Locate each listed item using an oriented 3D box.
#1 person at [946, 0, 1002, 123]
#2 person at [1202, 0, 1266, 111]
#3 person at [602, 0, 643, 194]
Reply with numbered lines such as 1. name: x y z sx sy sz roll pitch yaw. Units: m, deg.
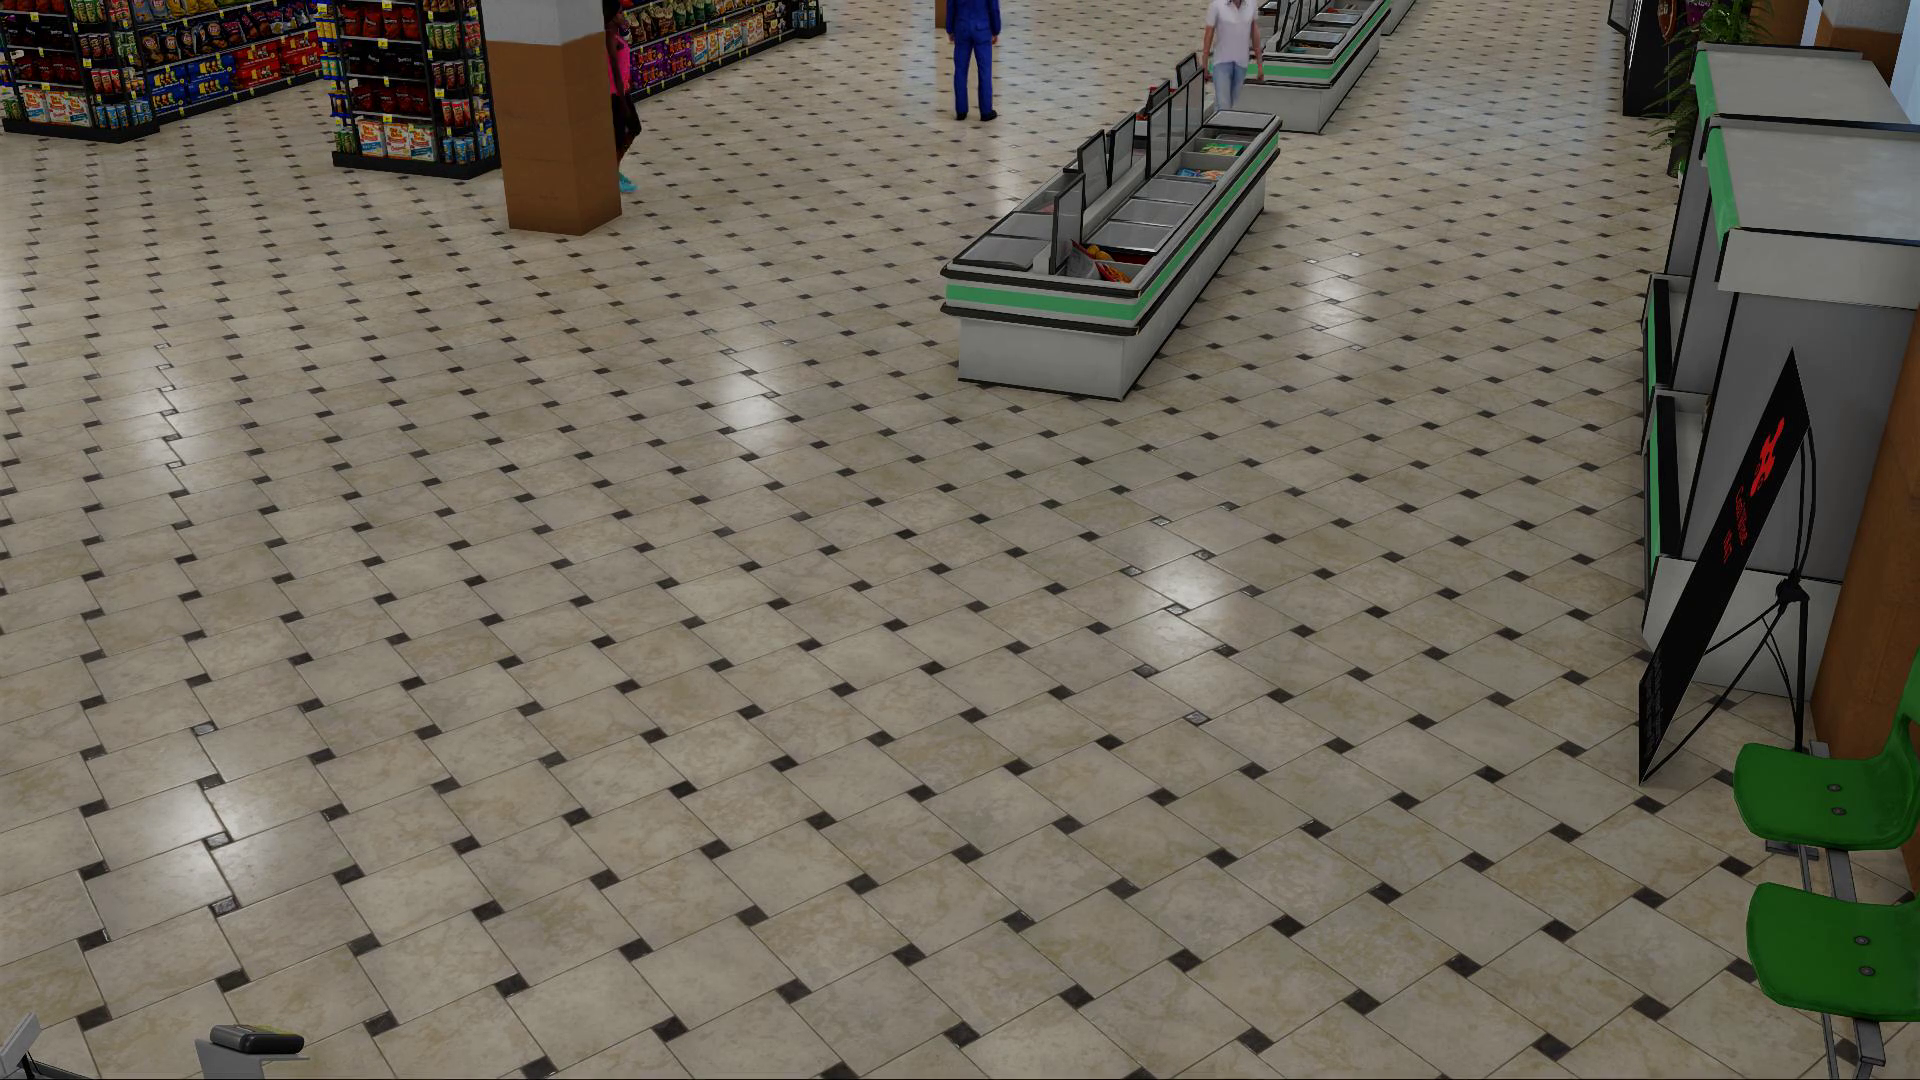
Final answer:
1. person: 0.136 -5.300 17.402 0.749 1.768 0.588 6 27 11
2. person: 2.499 -4.466 15.701 1.060 1.819 1.139 -10 29 -20
3. person: -3.142 -3.931 14.763 0.748 1.713 0.666 -3 27 -7
